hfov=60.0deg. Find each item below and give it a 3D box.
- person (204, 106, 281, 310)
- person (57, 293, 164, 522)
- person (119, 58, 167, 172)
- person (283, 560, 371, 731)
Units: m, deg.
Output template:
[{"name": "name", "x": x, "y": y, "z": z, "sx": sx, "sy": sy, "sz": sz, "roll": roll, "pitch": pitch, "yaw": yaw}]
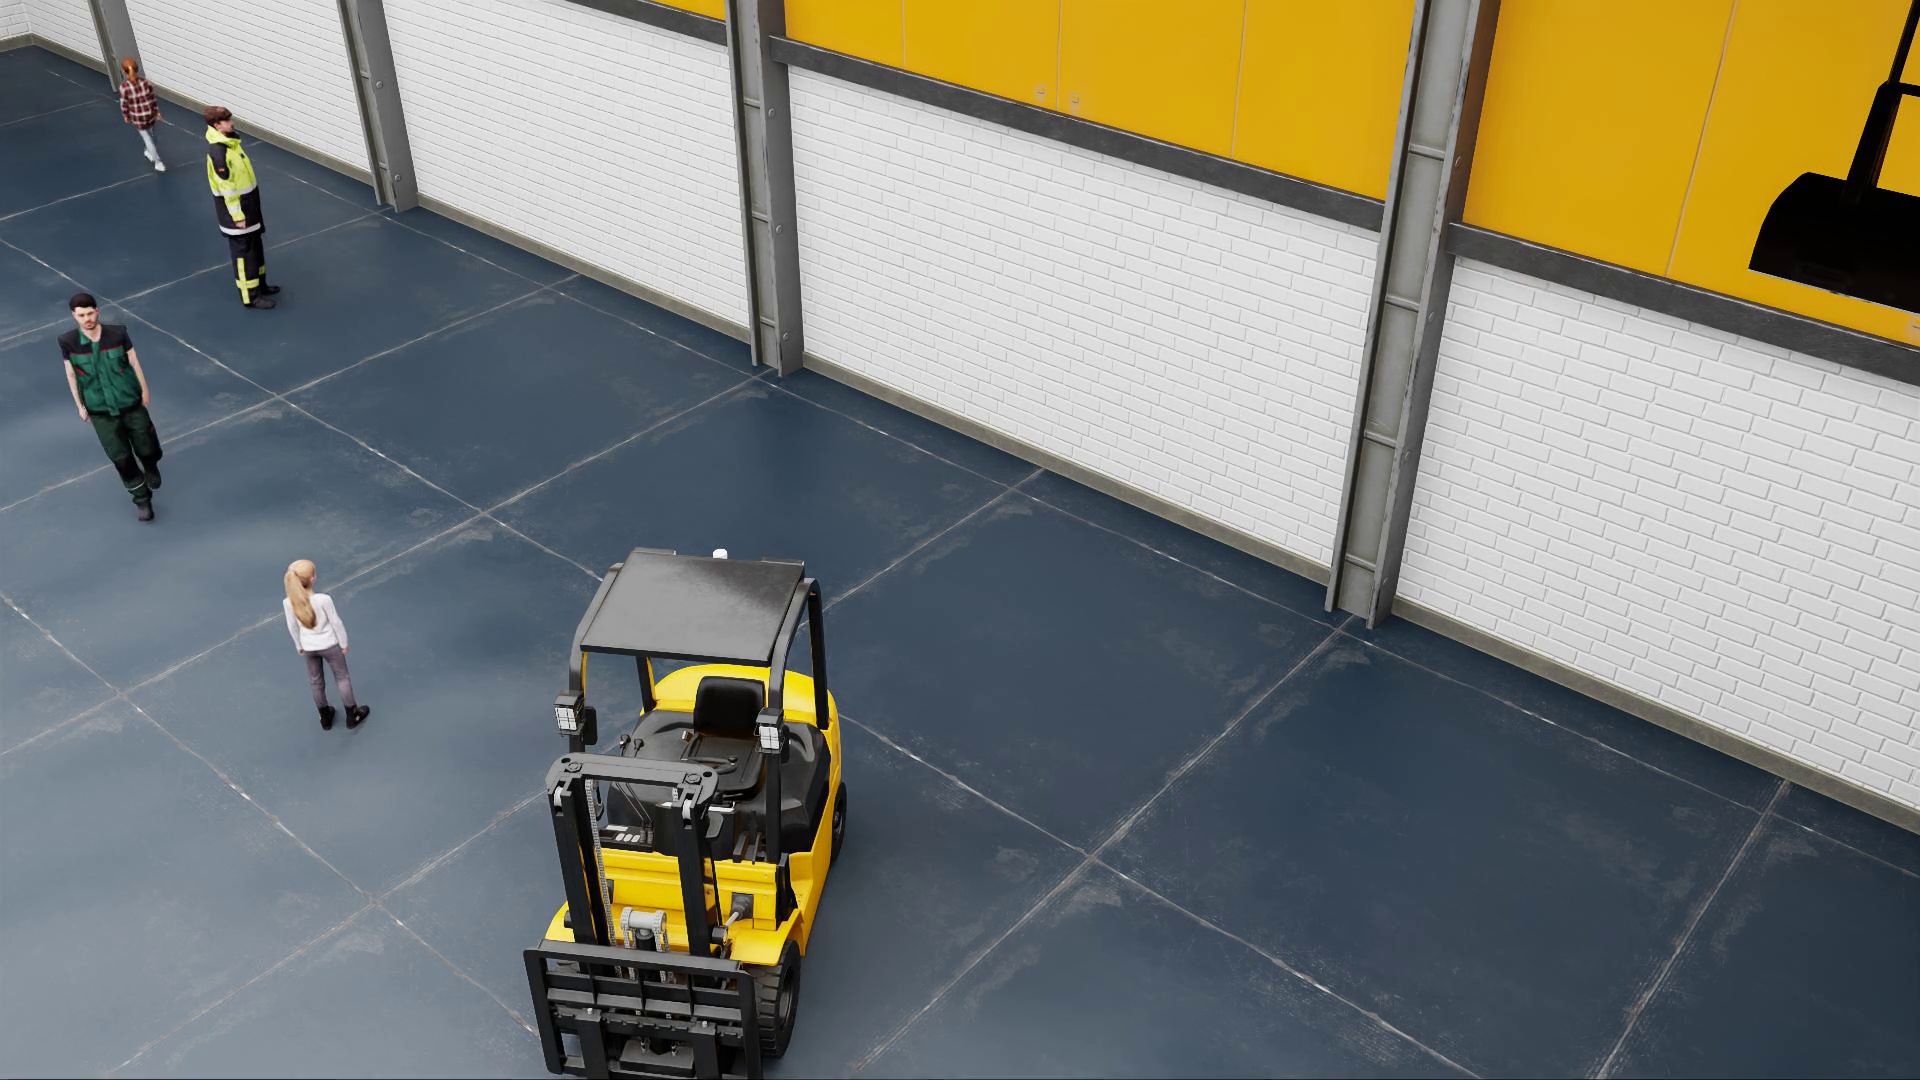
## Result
[{"name": "person", "x": -6.946, "y": -3.217, "z": 15.999, "sx": 0.929, "sy": 1.981, "sz": 0.843, "roll": -6, "pitch": 34, "yaw": -8}, {"name": "person", "x": -6.540, "y": -1.072, "z": 12.858, "sx": 0.878, "sy": 1.884, "sz": 1.009, "roll": -15, "pitch": 36, "yaw": -21}, {"name": "person", "x": -9.367, "y": -4.857, "z": 19.103, "sx": 0.596, "sy": 1.275, "sz": 0.903, "roll": -27, "pitch": 42, "yaw": -35}, {"name": "person", "x": -4.141, "y": 0.683, "z": 10.764, "sx": 0.576, "sy": 1.279, "sz": 0.641, "roll": -1, "pitch": 34, "yaw": -1}]
